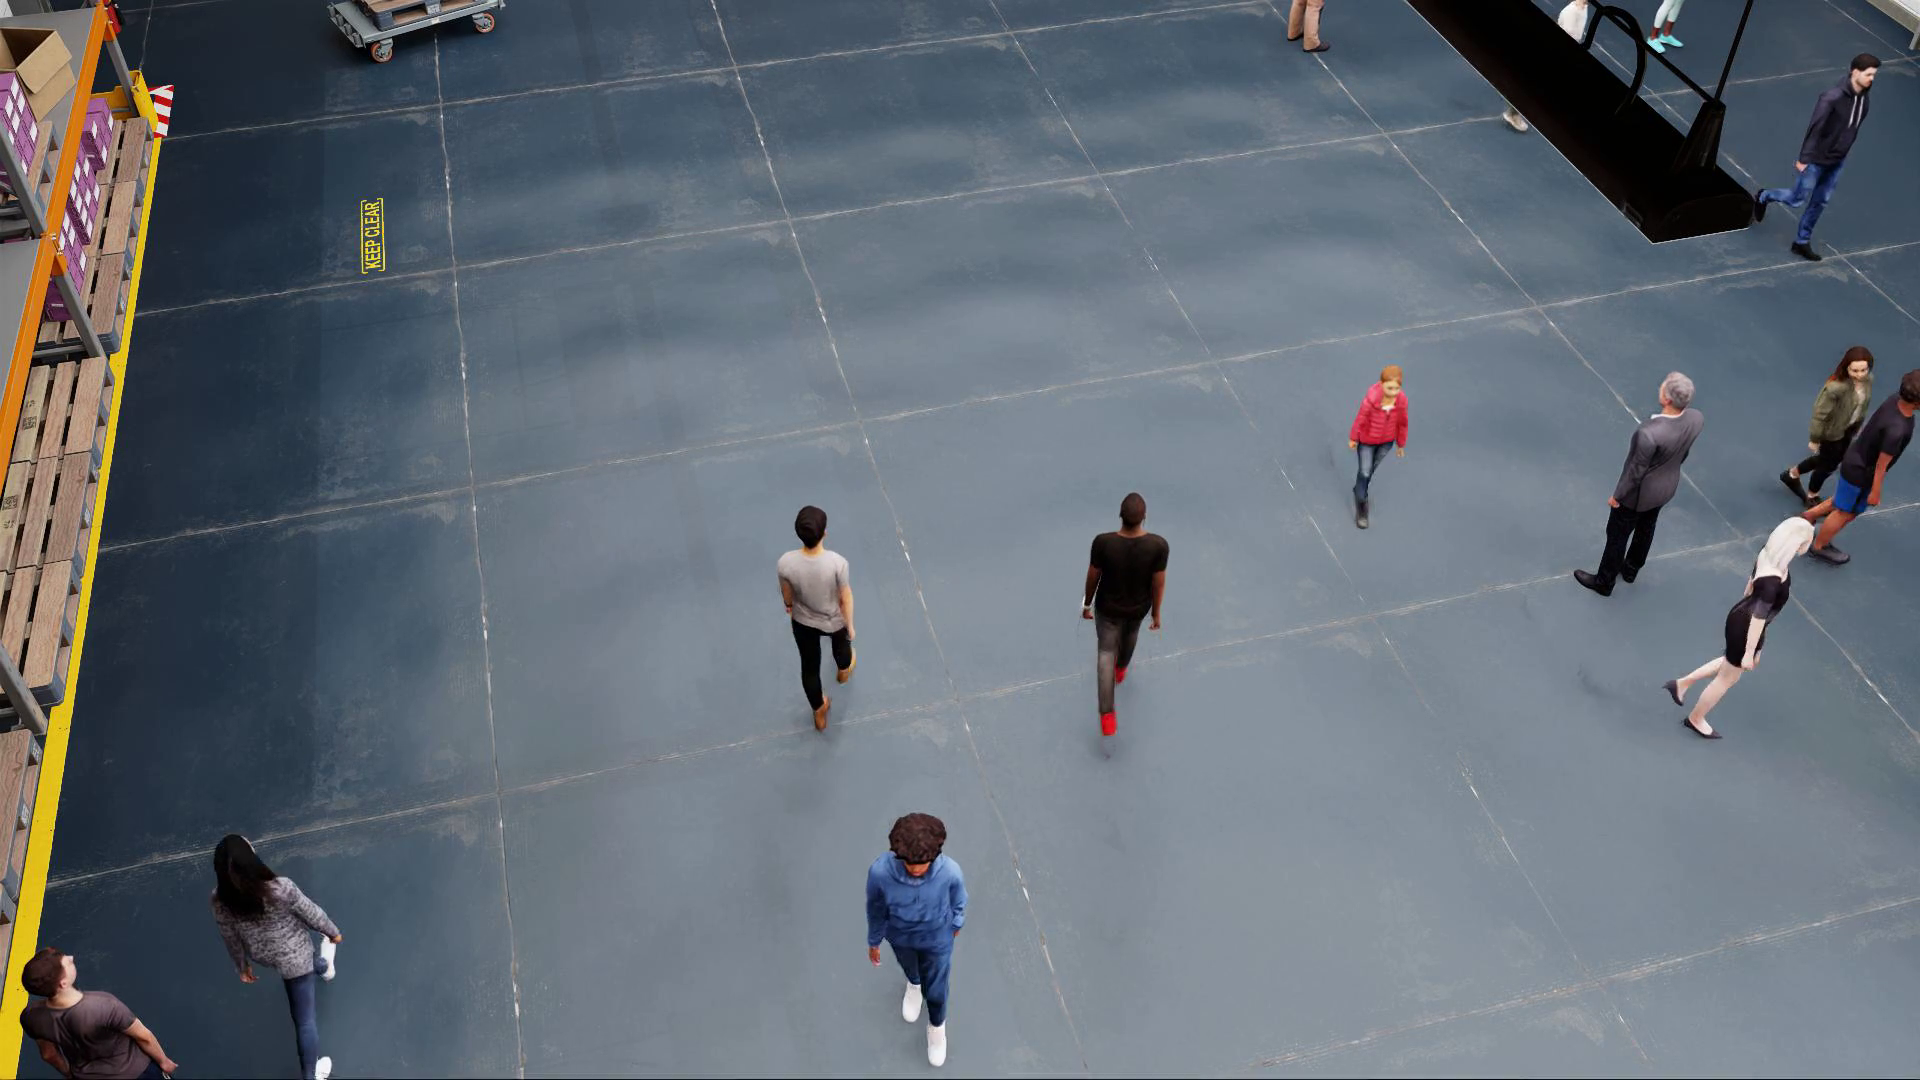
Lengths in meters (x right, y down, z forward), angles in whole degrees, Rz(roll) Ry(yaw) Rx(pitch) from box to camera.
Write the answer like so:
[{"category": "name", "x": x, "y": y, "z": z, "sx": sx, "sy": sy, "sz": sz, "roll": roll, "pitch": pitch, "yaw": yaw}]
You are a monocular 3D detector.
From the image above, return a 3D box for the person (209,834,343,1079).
[{"category": "person", "x": -3.532, "y": 2.221, "z": 8.626, "sx": 0.817, "sy": 1.669, "sz": 1.271, "roll": -2, "pitch": 44, "yaw": -2}]

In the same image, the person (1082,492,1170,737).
[{"category": "person", "x": 1.013, "y": 0.468, "z": 10.389, "sx": 0.897, "sy": 1.777, "sz": 1.221, "roll": 2, "pitch": 44, "yaw": 2}]

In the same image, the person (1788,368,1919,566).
[{"category": "person", "x": 6.136, "y": -0.517, "z": 11.429, "sx": 0.950, "sy": 1.768, "sz": 0.897, "roll": 15, "pitch": 46, "yaw": 15}]

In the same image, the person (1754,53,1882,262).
[{"category": "person", "x": 7.382, "y": -3.353, "z": 14.330, "sx": 0.779, "sy": 1.873, "sz": 1.086, "roll": -17, "pitch": 46, "yaw": -18}]

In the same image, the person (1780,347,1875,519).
[{"category": "person", "x": 6.247, "y": -0.808, "z": 11.968, "sx": 0.717, "sy": 1.447, "sz": 0.777, "roll": -31, "pitch": 51, "yaw": -28}]

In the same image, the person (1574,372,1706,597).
[{"category": "person", "x": 4.628, "y": -0.376, "z": 11.232, "sx": 0.779, "sy": 1.836, "sz": 0.700, "roll": -22, "pitch": 48, "yaw": -21}]

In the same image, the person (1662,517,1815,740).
[{"category": "person", "x": 4.752, "y": 0.536, "z": 10.290, "sx": 0.856, "sy": 1.814, "sz": 0.799, "roll": 13, "pitch": 45, "yaw": 13}]

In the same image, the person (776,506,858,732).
[{"category": "person", "x": -0.896, "y": 0.536, "z": 10.371, "sx": 0.823, "sy": 1.702, "sz": 1.011, "roll": 4, "pitch": 44, "yaw": 4}]

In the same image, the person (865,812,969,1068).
[{"category": "person", "x": -0.220, "y": 1.967, "z": 8.808, "sx": 0.831, "sy": 1.787, "sz": 0.904, "roll": 6, "pitch": 44, "yaw": 6}]

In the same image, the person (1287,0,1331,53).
[{"category": "person", "x": 3.662, "y": -5.973, "z": 17.104, "sx": 0.779, "sy": 1.841, "sz": 0.580, "roll": -17, "pitch": 46, "yaw": -17}]

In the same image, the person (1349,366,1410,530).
[{"category": "person", "x": 2.996, "y": -0.773, "z": 12.037, "sx": 0.608, "sy": 1.301, "sz": 0.780, "roll": -4, "pitch": 44, "yaw": -4}]

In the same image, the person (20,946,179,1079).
[{"category": "person", "x": -4.136, "y": 2.587, "z": 8.112, "sx": 0.677, "sy": 1.851, "sz": 0.567, "roll": -6, "pitch": 44, "yaw": -6}]

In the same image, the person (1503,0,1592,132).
[{"category": "person", "x": 5.631, "y": -4.560, "z": 15.783, "sx": 1.182, "sy": 1.617, "sz": 0.969, "roll": 32, "pitch": 52, "yaw": 29}]
